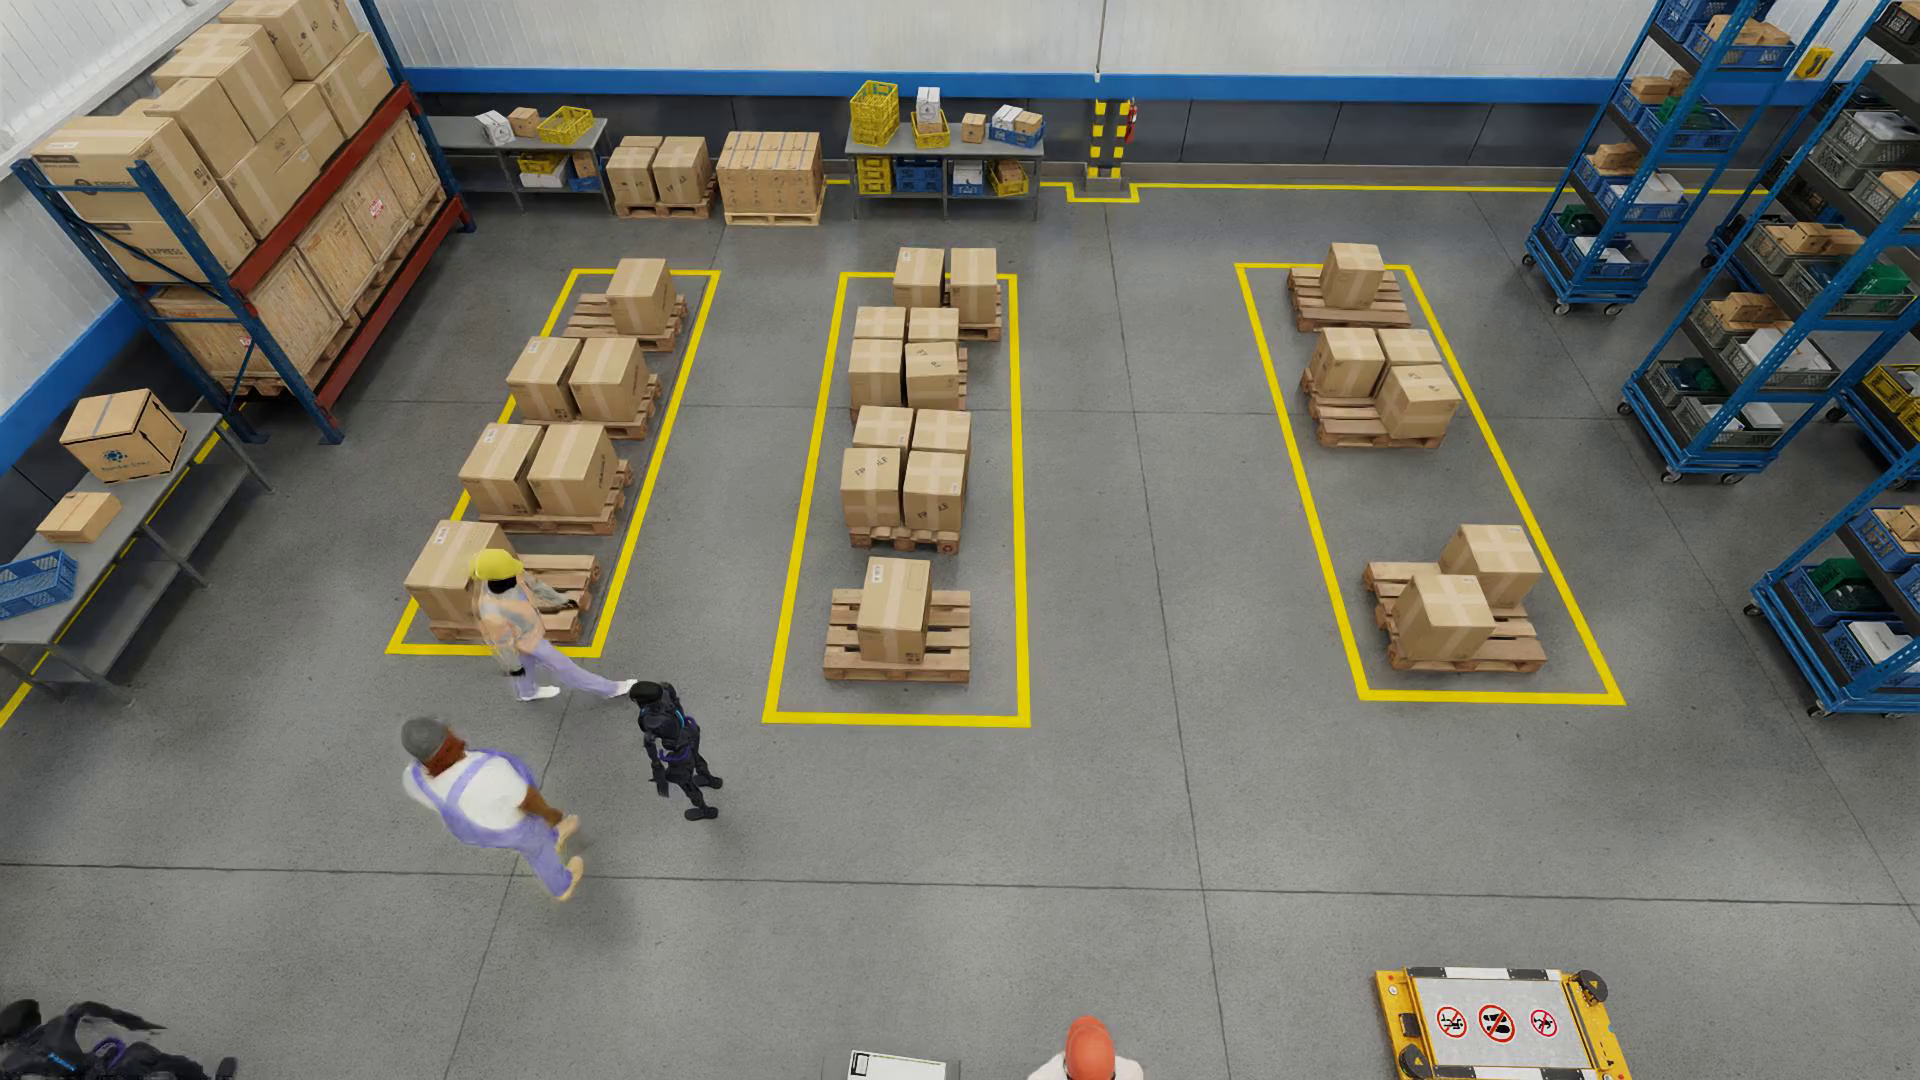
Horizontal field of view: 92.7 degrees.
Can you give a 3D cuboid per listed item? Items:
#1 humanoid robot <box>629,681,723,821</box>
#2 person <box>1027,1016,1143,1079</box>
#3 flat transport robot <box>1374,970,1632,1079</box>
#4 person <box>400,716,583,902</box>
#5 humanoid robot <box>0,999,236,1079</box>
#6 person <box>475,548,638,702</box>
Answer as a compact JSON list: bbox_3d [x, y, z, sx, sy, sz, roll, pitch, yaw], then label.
[{"bbox_3d":[-1.984,1.462,6.384,0.325,1.652,0.557,1,51,1],"label":"humanoid robot"},{"bbox_3d":[0.613,2.976,4.947,0.610,1.993,0.393,-6,51,-5],"label":"person"},{"bbox_3d":[3.501,3.133,5.914,1.431,0.197,0.652,1,51,1],"label":"flat transport robot"},{"bbox_3d":[-2.976,1.697,5.961,0.738,2.000,0.627,11,52,9],"label":"person"},{"bbox_3d":[-4.816,3.026,5.123,0.371,1.632,0.655,18,53,14],"label":"humanoid robot"},{"bbox_3d":[-3.153,0.673,6.907,1.003,1.867,0.590,-12,52,-10],"label":"person"}]
